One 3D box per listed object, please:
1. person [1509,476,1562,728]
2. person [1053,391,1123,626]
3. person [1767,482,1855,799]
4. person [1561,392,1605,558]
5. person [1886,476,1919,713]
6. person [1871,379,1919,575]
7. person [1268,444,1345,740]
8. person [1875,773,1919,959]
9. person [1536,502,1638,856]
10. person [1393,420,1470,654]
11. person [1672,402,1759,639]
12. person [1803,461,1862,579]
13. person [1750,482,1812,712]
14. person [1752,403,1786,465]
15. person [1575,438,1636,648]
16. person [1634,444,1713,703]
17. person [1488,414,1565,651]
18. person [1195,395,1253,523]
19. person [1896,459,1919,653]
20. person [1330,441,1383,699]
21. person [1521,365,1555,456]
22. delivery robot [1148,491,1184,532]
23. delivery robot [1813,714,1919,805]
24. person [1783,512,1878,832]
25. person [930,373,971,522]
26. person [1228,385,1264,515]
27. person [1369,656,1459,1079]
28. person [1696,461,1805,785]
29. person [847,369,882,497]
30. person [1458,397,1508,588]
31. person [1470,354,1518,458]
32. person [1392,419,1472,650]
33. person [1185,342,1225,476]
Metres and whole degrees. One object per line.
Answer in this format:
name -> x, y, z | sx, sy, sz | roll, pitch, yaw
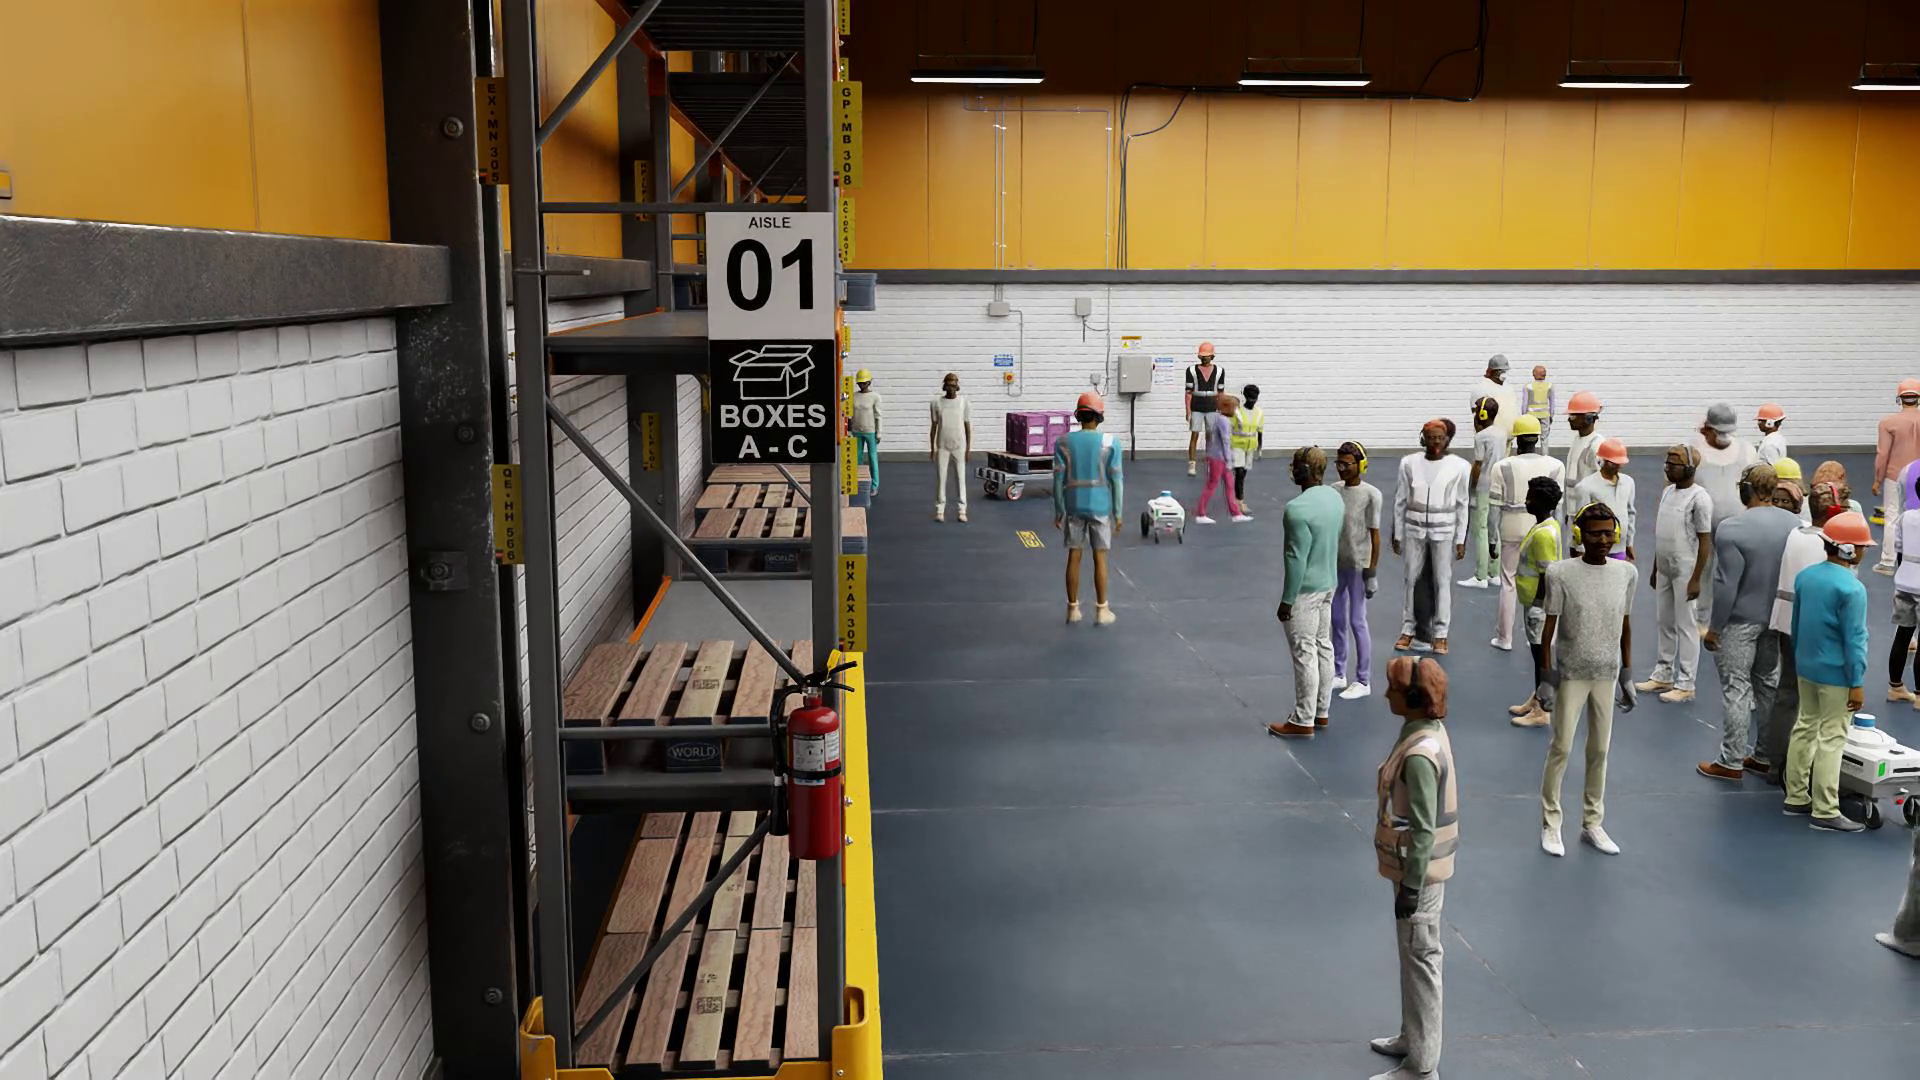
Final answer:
person -> 3.893, 0.413, 11.200 | 0.317, 1.696, 0.539 | 3, 9, 17
person -> 1.120, -0.275, 14.446 | 0.614, 2.038, 0.396 | 3, 9, 18
person -> 4.956, 0.575, 9.711 | 0.391, 1.846, 0.564 | -2, 9, -9
person -> 5.330, -0.254, 14.308 | 0.392, 2.041, 0.615 | 0, 9, 1
person -> 6.722, 0.351, 11.592 | 0.318, 1.697, 0.534 | -1, 9, -8
person -> 9.562, -0.629, 16.831 | 0.610, 1.989, 0.391 | 1, 9, 8
person -> 2.277, 0.337, 10.918 | 0.371, 1.940, 0.632 | 7, 11, 36
person -> 4.352, 1.112, 7.097 | 0.525, 1.610, 0.795 | -1, 9, -4
person -> 3.288, 0.725, 8.700 | 0.532, 1.870, 0.316 | -1, 9, -5
person -> 3.778, -0.029, 13.392 | 0.583, 1.883, 0.350 | 4, 10, 26
person -> 6.250, -0.167, 13.768 | 0.710, 2.000, 0.546 | 1, 9, 9
person -> 6.566, 0.211, 12.666 | 0.507, 1.632, 0.264 | 7, 11, 36
person -> 5.581, 0.416, 11.359 | 0.510, 1.640, 0.308 | 7, 12, 38
person -> 8.111, -0.500, 16.752 | 0.334, 1.749, 0.575 | 5, 10, 29
person -> 5.224, 0.036, 13.445 | 0.574, 1.737, 0.354 | -3, 10, -21
person -> 5.106, 0.234, 11.859 | 0.340, 1.845, 0.513 | -2, 9, -12
person -> 4.549, -0.051, 13.429 | 0.586, 1.918, 0.395 | 1, 9, 5
person -> 3.238, -0.969, 20.210 | 0.784, 1.581, 0.534 | 2, 9, 13
person -> 7.698, 0.036, 13.152 | 0.429, 1.837, 0.629 | -2, 9, -15
person -> 2.799, 0.212, 11.969 | 0.321, 1.860, 0.518 | -5, 10, -30
person -> 9.003, -1.902, 25.916 | 0.513, 1.641, 0.307 | 0, 9, 3
delivery robot -> 2.359, -0.319, 19.074 | 0.477, 0.478, 0.707 | 0, 9, 0
delivery robot -> 5.084, 1.226, 9.378 | 0.477, 0.478, 0.707 | -2, 9, -11
person -> 4.803, 0.712, 9.146 | 0.335, 1.749, 0.575 | -1, 9, -4
person -> -0.115, -1.134, 20.470 | 0.505, 1.841, 0.332 | 0, 9, -1
person -> 3.623, -1.136, 21.048 | 0.560, 1.646, 0.782 | -4, 10, -26
person -> 1.696, 1.235, 6.217 | 0.310, 1.638, 0.522 | 3, 9, 16
person -> 4.722, 0.492, 9.943 | 0.635, 1.938, 0.359 | -3, 10, -21
person -> -1.315, -1.472, 22.856 | 0.524, 1.761, 0.338 | 4, 10, 23
person -> 5.110, -0.460, 16.180 | 0.510, 1.862, 0.327 | -8, 12, -41
person -> 6.841, -1.346, 21.171 | 0.681, 2.000, 0.538 | -6, 11, -35
person -> 3.878, -0.061, 13.695 | 0.577, 1.852, 0.938 | 0, 9, 0
person -> 3.700, -1.975, 25.127 | 0.606, 2.039, 0.395 | 0, 9, -2
